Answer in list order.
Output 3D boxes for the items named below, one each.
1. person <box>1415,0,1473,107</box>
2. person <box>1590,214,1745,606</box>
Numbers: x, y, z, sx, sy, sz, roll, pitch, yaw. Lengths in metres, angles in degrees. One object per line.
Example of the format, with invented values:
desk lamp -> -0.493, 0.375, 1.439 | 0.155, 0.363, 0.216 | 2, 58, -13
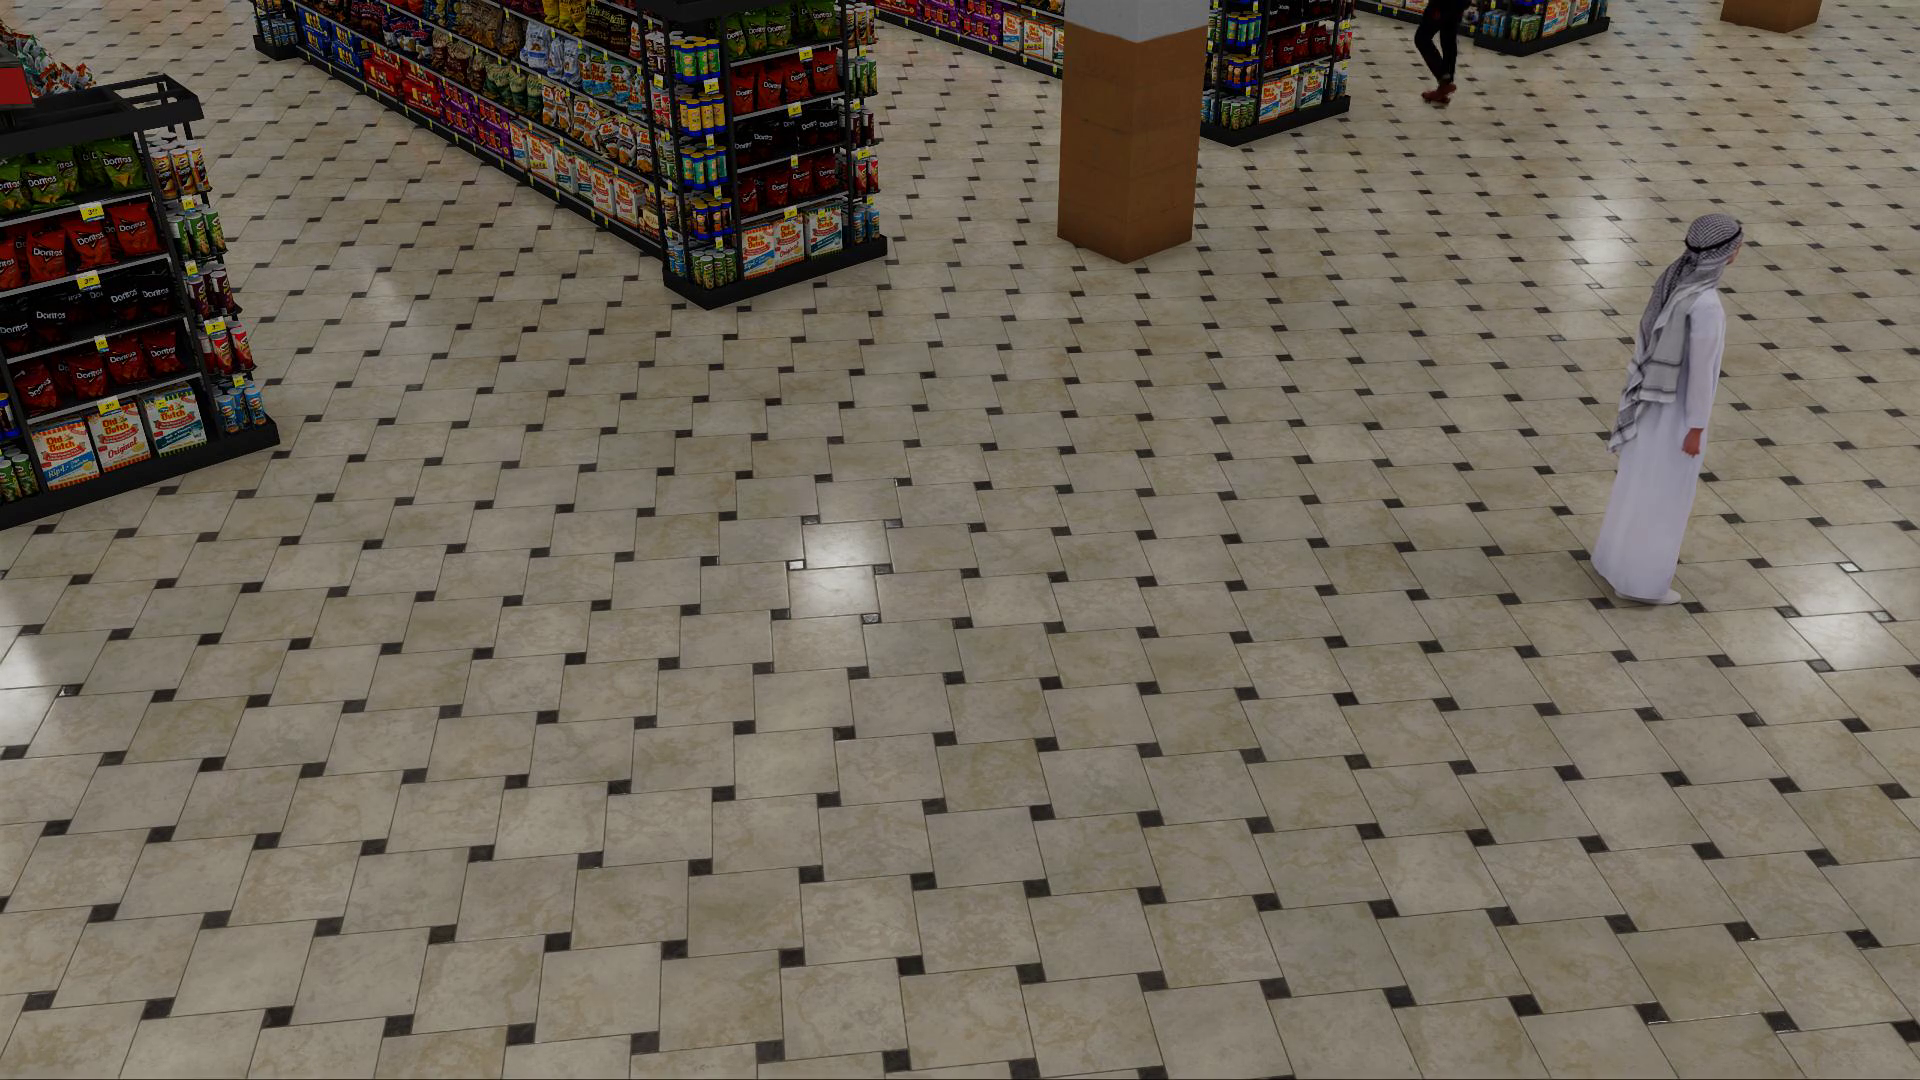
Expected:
person -> 4.299, -4.644, 14.369 | 0.675, 1.810, 0.675 | -23, 39, -33
person -> 3.315, -0.606, 7.768 | 0.858, 1.927, 0.774 | -2, 32, -3
